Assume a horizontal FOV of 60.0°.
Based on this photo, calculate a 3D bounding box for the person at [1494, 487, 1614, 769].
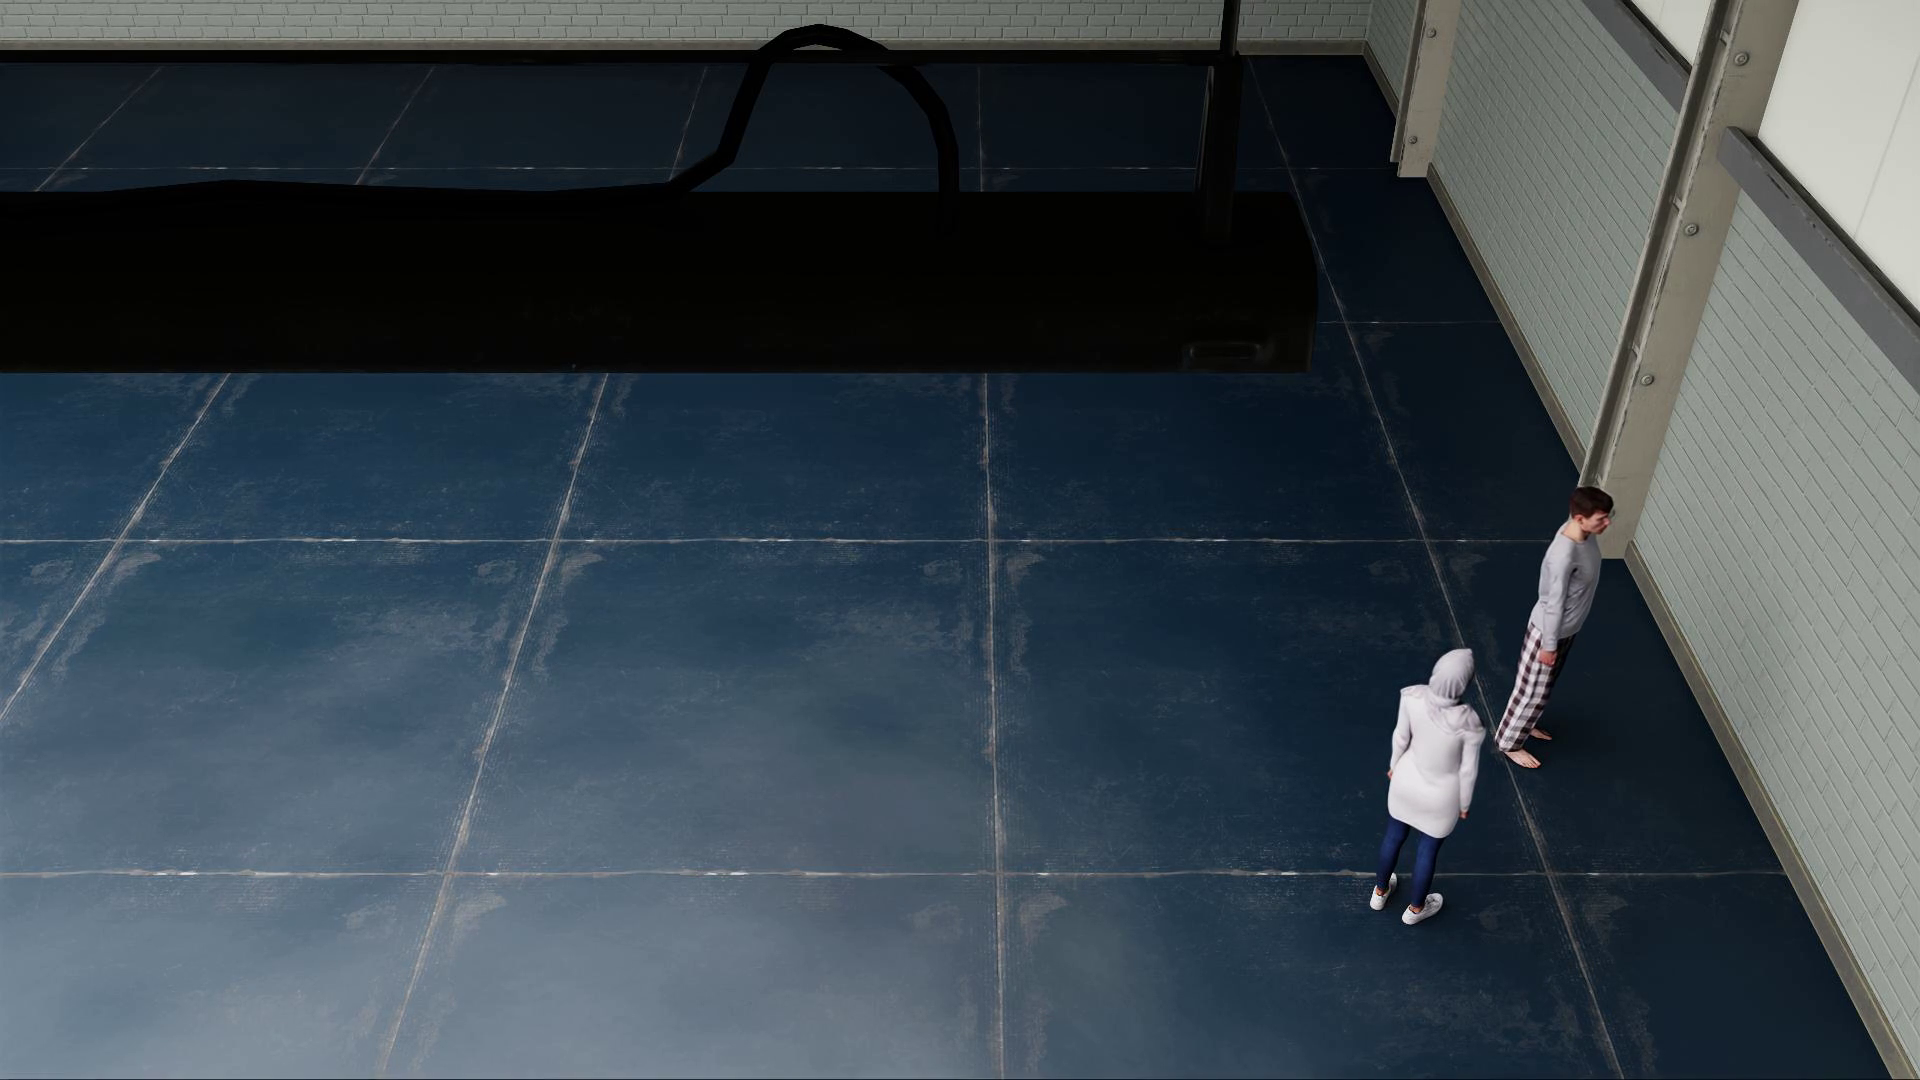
[{"bbox_3d":[3.327,0.464,9.309,0.766,1.847,0.656,22,42,26],"label":"person"}]

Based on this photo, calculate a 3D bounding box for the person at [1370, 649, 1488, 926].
[{"bbox_3d":[2.339,1.244,8.342,0.684,1.776,0.728,28,45,31],"label":"person"}]
